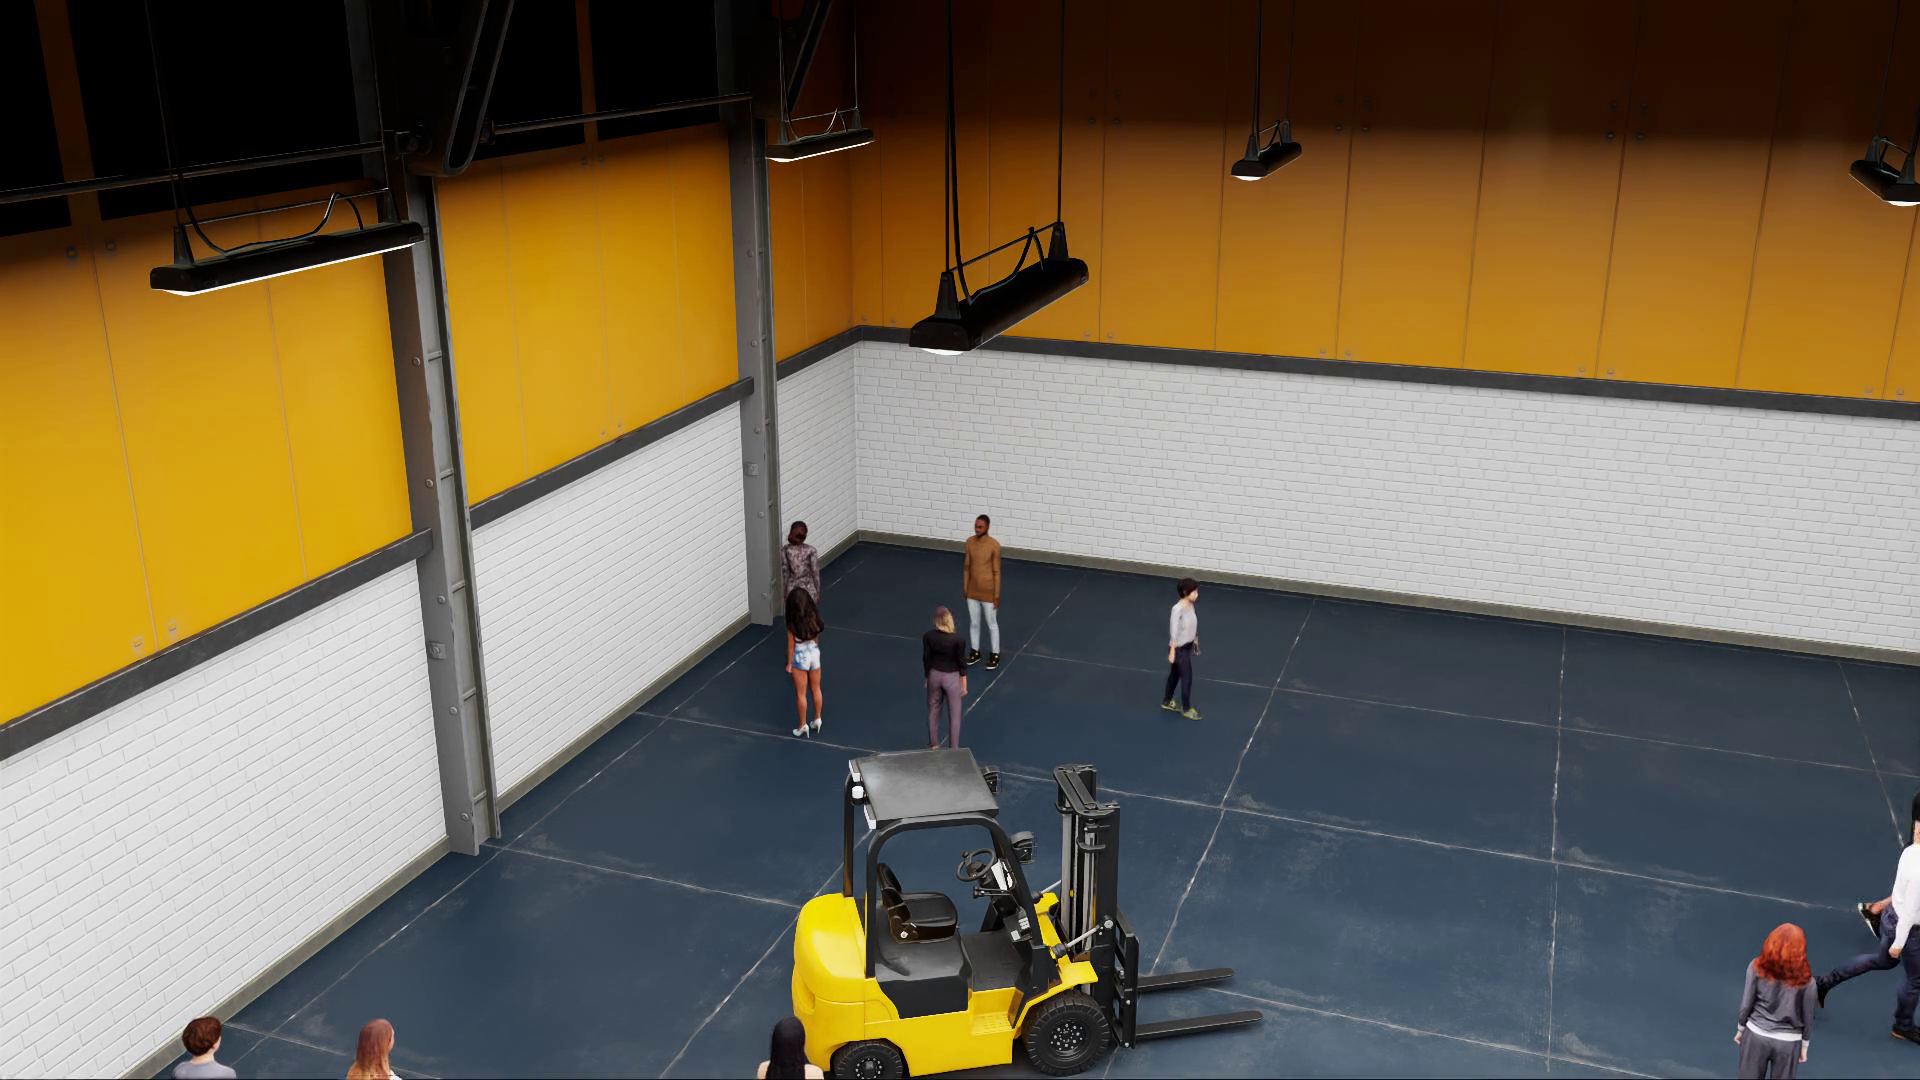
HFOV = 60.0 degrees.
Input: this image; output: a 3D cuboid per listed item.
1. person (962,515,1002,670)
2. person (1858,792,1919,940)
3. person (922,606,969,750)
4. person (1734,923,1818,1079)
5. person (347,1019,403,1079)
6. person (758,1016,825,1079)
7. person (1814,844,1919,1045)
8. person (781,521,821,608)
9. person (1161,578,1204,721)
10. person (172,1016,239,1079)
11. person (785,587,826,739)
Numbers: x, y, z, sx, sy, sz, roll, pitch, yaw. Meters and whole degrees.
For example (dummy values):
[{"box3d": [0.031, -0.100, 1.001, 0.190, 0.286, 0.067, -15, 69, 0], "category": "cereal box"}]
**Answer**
[{"box3d": [0.266, 0.570, 18.878, 0.647, 1.815, 0.577, 10, 21, 27], "category": "person"}, {"box3d": [7.529, 2.490, 13.124, 1.054, 1.848, 1.029, -15, 24, -37], "category": "person"}, {"box3d": [-0.166, 1.440, 16.520, 0.615, 1.671, 0.518, 8, 20, 22], "category": "person"}, {"box3d": [5.301, 3.288, 10.863, 0.627, 1.779, 0.580, 12, 22, 32], "category": "person"}, {"box3d": [-3.492, 3.678, 9.886, 0.747, 1.663, 0.989, 14, 23, 35], "category": "person"}, {"box3d": [-0.981, 3.616, 9.902, 0.715, 1.772, 0.728, 3, 19, 9], "category": "person"}, {"box3d": [6.817, 2.815, 12.180, 0.741, 1.834, 1.067, 6, 19, 16], "category": "person"}, {"box3d": [-1.814, 0.602, 18.941, 0.633, 1.715, 0.629, 2, 19, 5], "category": "person"}, {"box3d": [2.283, 1.124, 17.675, 0.729, 1.532, 0.766, 12, 22, 32], "category": "person"}, {"box3d": [-4.503, 3.632, 10.045, 0.639, 1.649, 0.586, 2, 19, 7], "category": "person"}, {"box3d": [-1.596, 1.262, 17.137, 0.638, 1.615, 0.720, -17, 25, -41], "category": "person"}]
